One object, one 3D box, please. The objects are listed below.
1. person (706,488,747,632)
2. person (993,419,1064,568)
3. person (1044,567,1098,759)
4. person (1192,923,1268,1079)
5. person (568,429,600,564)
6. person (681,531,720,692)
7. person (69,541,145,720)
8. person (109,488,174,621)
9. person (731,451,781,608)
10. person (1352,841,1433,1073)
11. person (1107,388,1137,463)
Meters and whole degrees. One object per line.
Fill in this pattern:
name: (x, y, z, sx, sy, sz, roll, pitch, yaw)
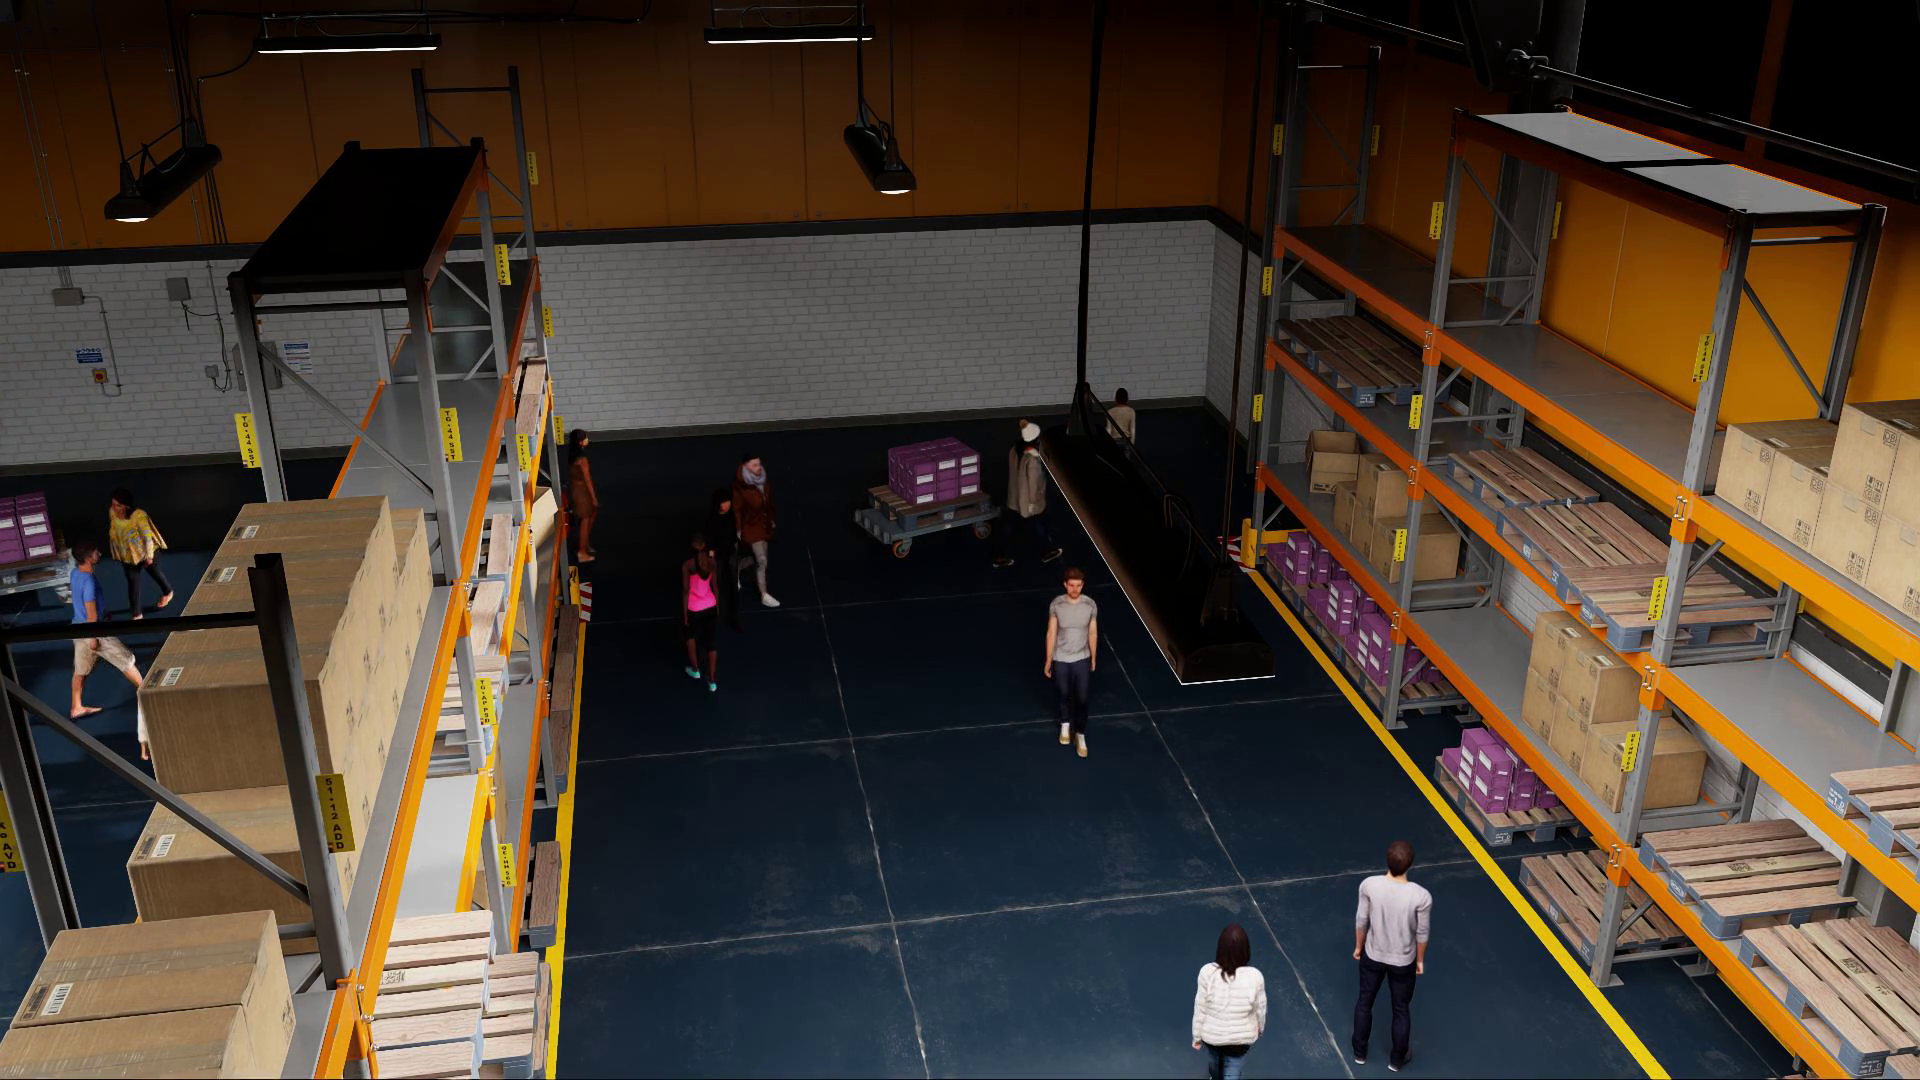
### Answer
person: (-2.652, 0.186, 18.236, 0.854, 1.625, 1.049, -18, 29, -35)
person: (0.675, -0.515, 19.559, 1.071, 1.849, 1.186, -16, 28, -33)
person: (1.051, 1.080, 15.875, 0.767, 1.878, 0.871, 3, 24, 7)
person: (1.785, 3.328, 11.080, 0.888, 1.599, 1.145, 4, 24, 10)
person: (-4.558, -0.502, 19.748, 0.723, 1.675, 0.622, -13, 27, -28)
person: (-2.595, 0.748, 16.847, 0.695, 1.708, 0.822, -12, 26, -25)
person: (-8.609, 0.925, 16.307, 1.187, 1.816, 1.163, 20, 30, 38)
person: (-9.039, 0.131, 18.398, 0.881, 1.595, 1.138, 4, 24, 9)
person: (-2.368, -0.151, 18.773, 1.146, 1.811, 1.121, 14, 27, 28)
person: (3.019, 2.919, 11.711, 0.734, 1.843, 0.742, 10, 26, 22)
person: (2.097, -1.276, 21.786, 0.544, 1.460, 0.508, -2, 24, -5)
